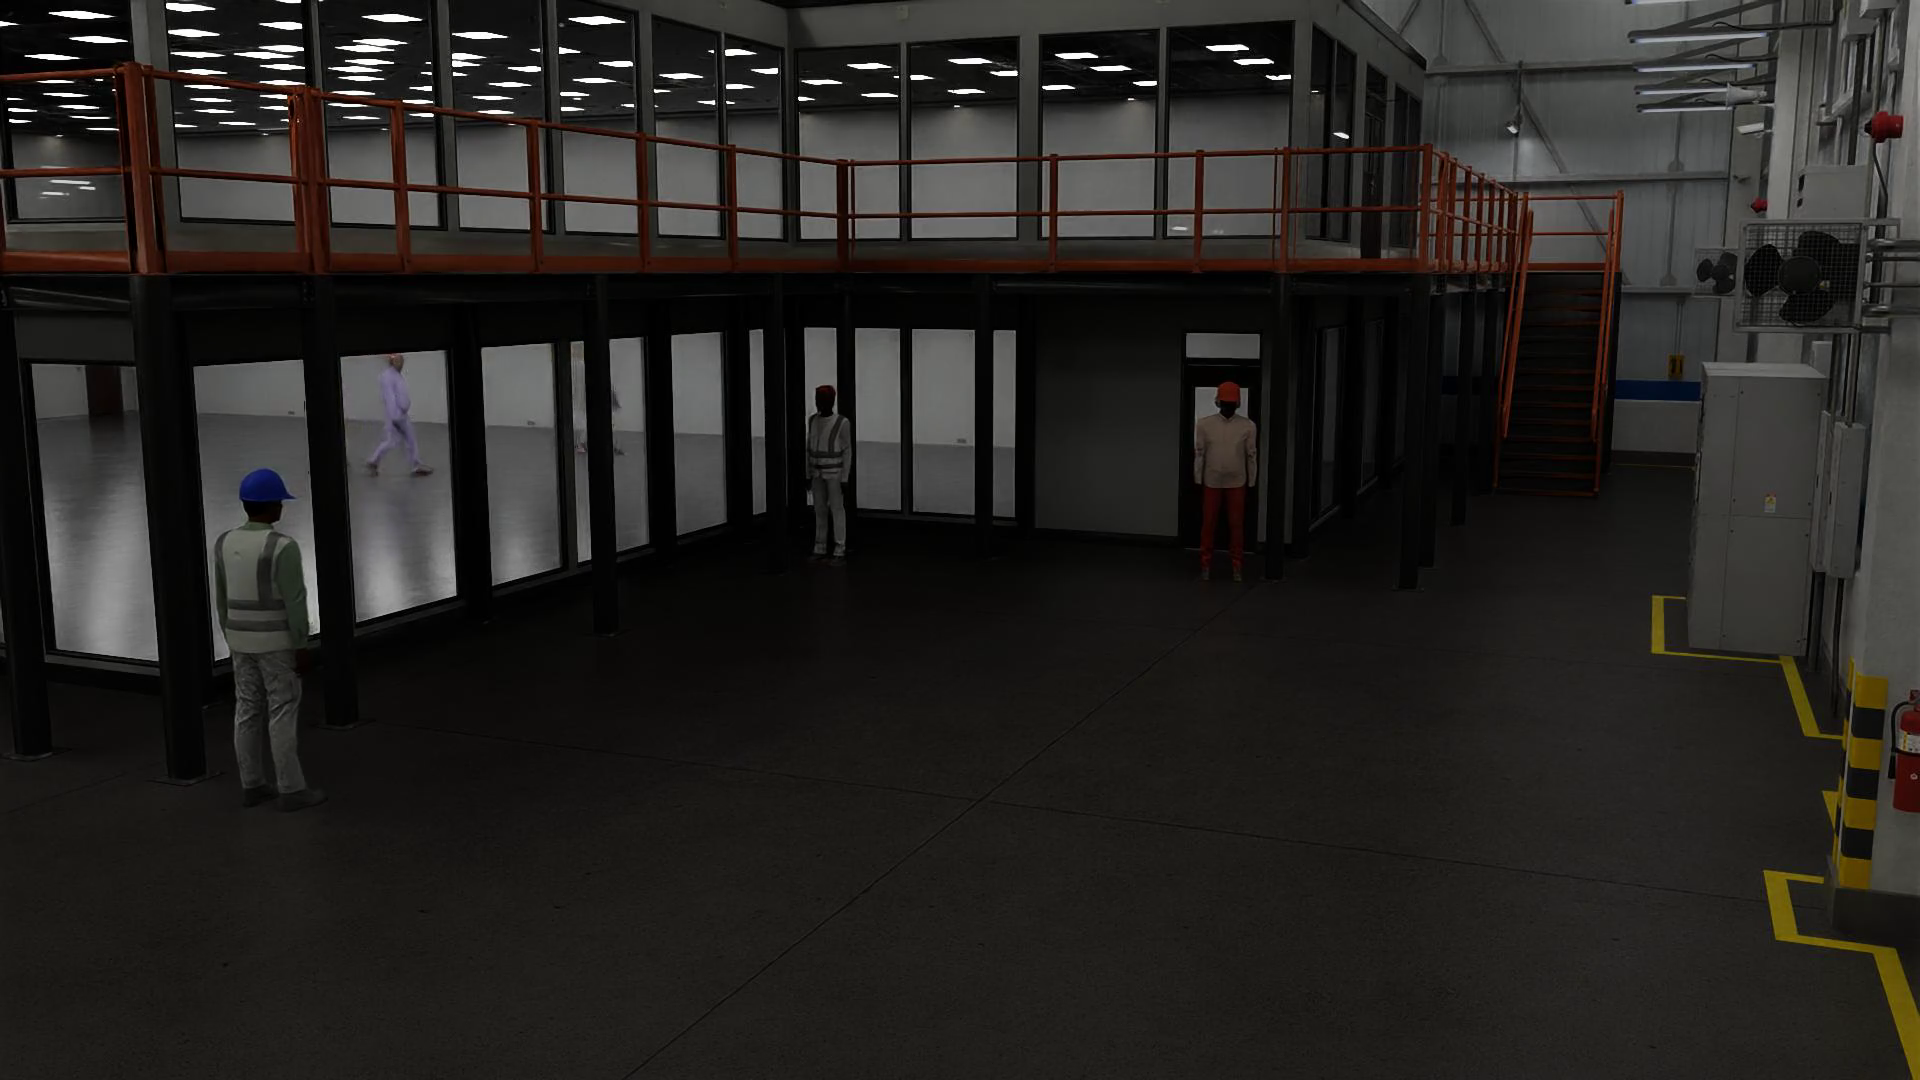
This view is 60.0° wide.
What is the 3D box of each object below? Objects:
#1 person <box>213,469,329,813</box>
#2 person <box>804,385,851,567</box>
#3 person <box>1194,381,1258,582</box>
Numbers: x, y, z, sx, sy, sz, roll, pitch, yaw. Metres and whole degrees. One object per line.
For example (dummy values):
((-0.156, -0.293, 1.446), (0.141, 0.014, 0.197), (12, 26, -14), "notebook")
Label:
((-3.923, 0.569, 9.426), (0.606, 1.947, 0.406), (4, 10, 24), "person")
((-1.386, -0.655, 17.207), (0.580, 1.879, 0.374), (7, 11, 36), "person")
((2.606, -0.568, 16.335), (0.617, 1.986, 0.407), (1, 9, 9), "person")
